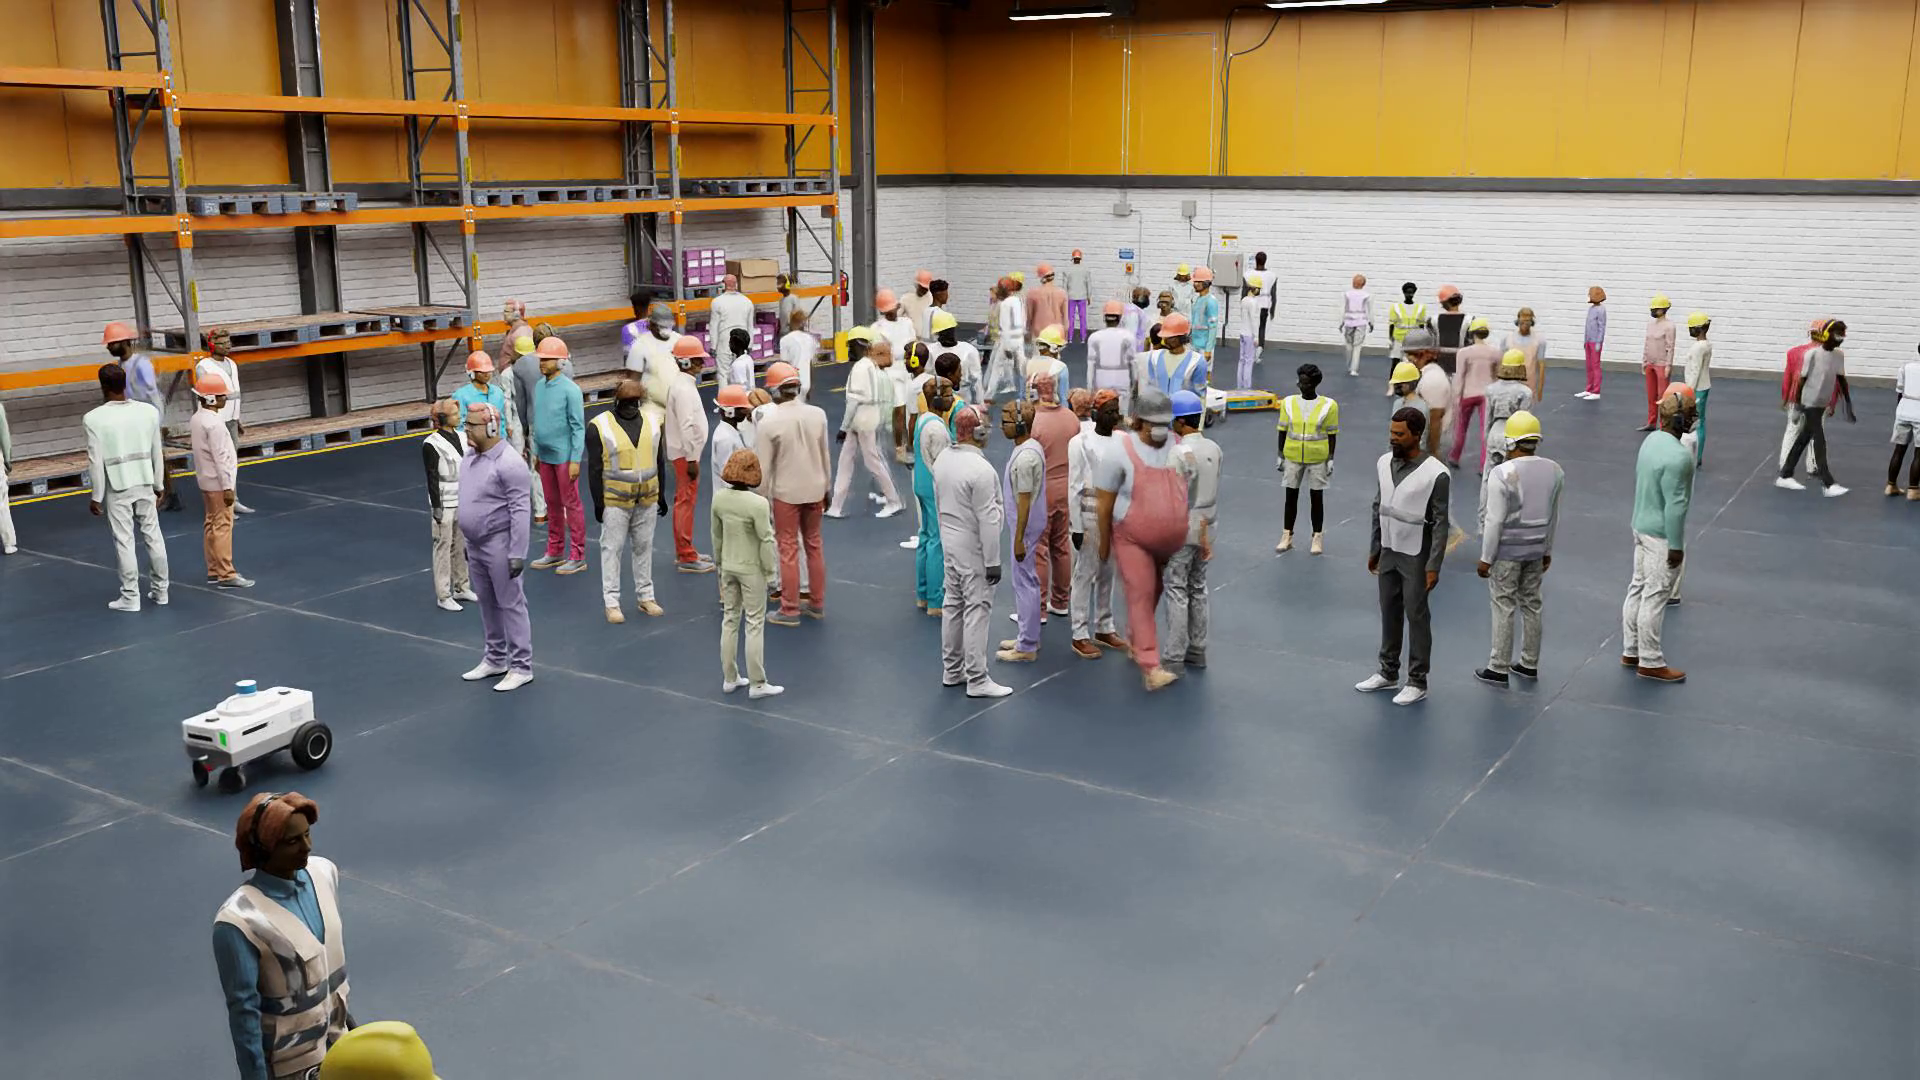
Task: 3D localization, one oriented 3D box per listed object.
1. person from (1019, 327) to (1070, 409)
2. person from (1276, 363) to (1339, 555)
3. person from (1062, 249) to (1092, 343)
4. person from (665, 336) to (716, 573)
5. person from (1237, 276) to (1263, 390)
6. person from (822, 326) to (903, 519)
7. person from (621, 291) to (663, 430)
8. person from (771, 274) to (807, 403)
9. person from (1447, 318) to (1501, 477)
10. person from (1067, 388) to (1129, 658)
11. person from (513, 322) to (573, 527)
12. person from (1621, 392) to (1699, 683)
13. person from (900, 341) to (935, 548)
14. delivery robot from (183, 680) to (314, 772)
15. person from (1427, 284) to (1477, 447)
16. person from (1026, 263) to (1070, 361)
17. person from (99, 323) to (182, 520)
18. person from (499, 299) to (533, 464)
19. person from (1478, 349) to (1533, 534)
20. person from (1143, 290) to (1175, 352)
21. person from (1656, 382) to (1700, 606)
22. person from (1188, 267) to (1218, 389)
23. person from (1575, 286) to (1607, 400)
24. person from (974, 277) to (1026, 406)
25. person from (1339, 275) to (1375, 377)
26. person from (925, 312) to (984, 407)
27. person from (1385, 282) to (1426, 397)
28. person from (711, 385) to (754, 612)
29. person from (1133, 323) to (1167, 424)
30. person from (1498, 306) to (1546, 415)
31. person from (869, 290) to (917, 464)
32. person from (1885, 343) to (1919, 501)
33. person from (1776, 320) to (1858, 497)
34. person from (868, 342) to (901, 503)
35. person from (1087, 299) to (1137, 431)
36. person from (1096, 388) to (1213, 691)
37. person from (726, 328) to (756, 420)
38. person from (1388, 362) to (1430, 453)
[{"bbox_3d":[0.869,-1.180,16.406,0.588,1.822,0.403,10,16,38],"label":"person"},{"bbox_3d":[3.048,-0.713,14.658,0.541,1.693,0.315,6,14,23],"label":"person"},{"bbox_3d":[2.201,-4.596,31.362,0.563,1.755,0.320,-1,13,-2],"label":"person"},{"bbox_3d":[-2.287,-0.729,14.066,0.387,1.996,0.611,-2,13,-11],"label":"person"},{"bbox_3d":[4.257,-2.973,24.325,0.326,1.760,0.524,-3,13,-11],"label":"person"},{"bbox_3d":[-0.973,-1.128,16.116,0.897,1.859,0.582,-2,13,-9],"label":"person"},{"bbox_3d":[-3.621,-1.906,19.282,0.630,1.944,0.441,-7,15,-29],"label":"person"},{"bbox_3d":[-2.523,-2.836,23.552,0.859,1.833,0.574,-8,15,-32],"label":"person"},{"bbox_3d":[5.699,-1.587,18.413,0.530,1.711,0.906,0,13,-2],"label":"person"},{"bbox_3d":[0.995,-0.123,11.688,0.574,1.882,0.355,-11,17,-39],"label":"person"},{"bbox_3d":[-3.888,-1.083,15.726,0.627,1.940,0.372,4,13,16],"label":"person"},{"bbox_3d":[4.699,-0.028,11.149,0.379,1.940,0.629,1,13,4],"label":"person"},{"bbox_3d":[-0.353,-0.845,14.881,0.328,1.861,0.502,6,14,24],"label":"person"},{"bbox_3d":[-4.002,1.034,9.372,0.477,0.478,0.707,6,14,23],"label":"delivery robot"},{"bbox_3d":[5.836,-2.043,19.798,0.654,1.991,0.949,8,15,32],"label":"person"},{"bbox_3d":[1.245,-2.989,23.935,0.598,1.970,0.518,-4,13,-15],"label":"person"},{"bbox_3d":[-7.997,-1.150,16.101,0.561,1.895,0.809,10,16,38],"label":"person"},{"bbox_3d":[-4.940,-1.733,18.608,0.407,1.913,0.638,-2,13,-9],"label":"person"},{"bbox_3d":[5.048,-0.890,15.343,0.346,1.738,0.486,-10,16,-36],"label":"person"},{"bbox_3d":[2.527,-2.173,20.658,0.504,1.847,0.345,2,13,7],"label":"person"},{"bbox_3d":[5.545,-0.359,12.991,0.324,1.752,0.560,3,13,12],"label":"person"},{"bbox_3d":[3.185,-2.581,21.996,0.376,2.042,0.615,-3,13,-11],"label":"person"},{"bbox_3d":[9.160,-2.850,24.059,0.266,1.631,0.507,0,13,-2],"label":"person"},{"bbox_3d":[0.701,-2.748,23.226,1.025,1.833,0.581,7,15,28],"label":"person"},{"bbox_3d":[6.391,-3.451,26.752,0.539,1.593,0.856,6,14,24],"label":"person"},{"bbox_3d":[-0.076,-1.405,17.202,0.636,1.911,0.436,4,13,16],"label":"person"},{"bbox_3d":[6.487,-2.906,24.195,0.535,1.688,0.324,1,13,6],"label":"person"},{"bbox_3d":[-1.744,-0.328,12.861,0.335,1.749,0.563,-1,13,-6],"label":"person"},{"bbox_3d":[1.941,-1.241,16.602,0.532,1.855,0.336,12,18,42],"label":"person"},{"bbox_3d":[6.386,-1.770,18.981,0.526,1.818,0.818,4,14,17],"label":"person"},{"bbox_3d":[-0.663,-1.840,18.919,0.497,1.994,0.659,12,17,41],"label":"person"},{"bbox_3d":[9.760,-1.234,16.941,0.320,1.686,0.538,-5,14,-22],"label":"person"},{"bbox_3d":[8.952,-1.361,17.194,0.552,1.812,0.964,-6,14,-25],"label":"person"},{"bbox_3d":[-0.787,-1.187,16.847,0.286,1.633,0.500,-4,14,-17],"label":"person"},{"bbox_3d":[1.695,-1.744,18.692,0.579,1.909,0.838,4,14,17],"label":"person"},{"bbox_3d":[1.295,-0.060,11.066,0.691,2.000,1.010,-6,14,-23],"label":"person"},{"bbox_3d":[-2.309,-1.393,17.604,0.318,1.696,0.537,0,13,2],"label":"person"},{"bbox_3d":[3.809,-0.647,14.246,0.342,1.756,0.533,-3,13,-15],"label":"person"}]
